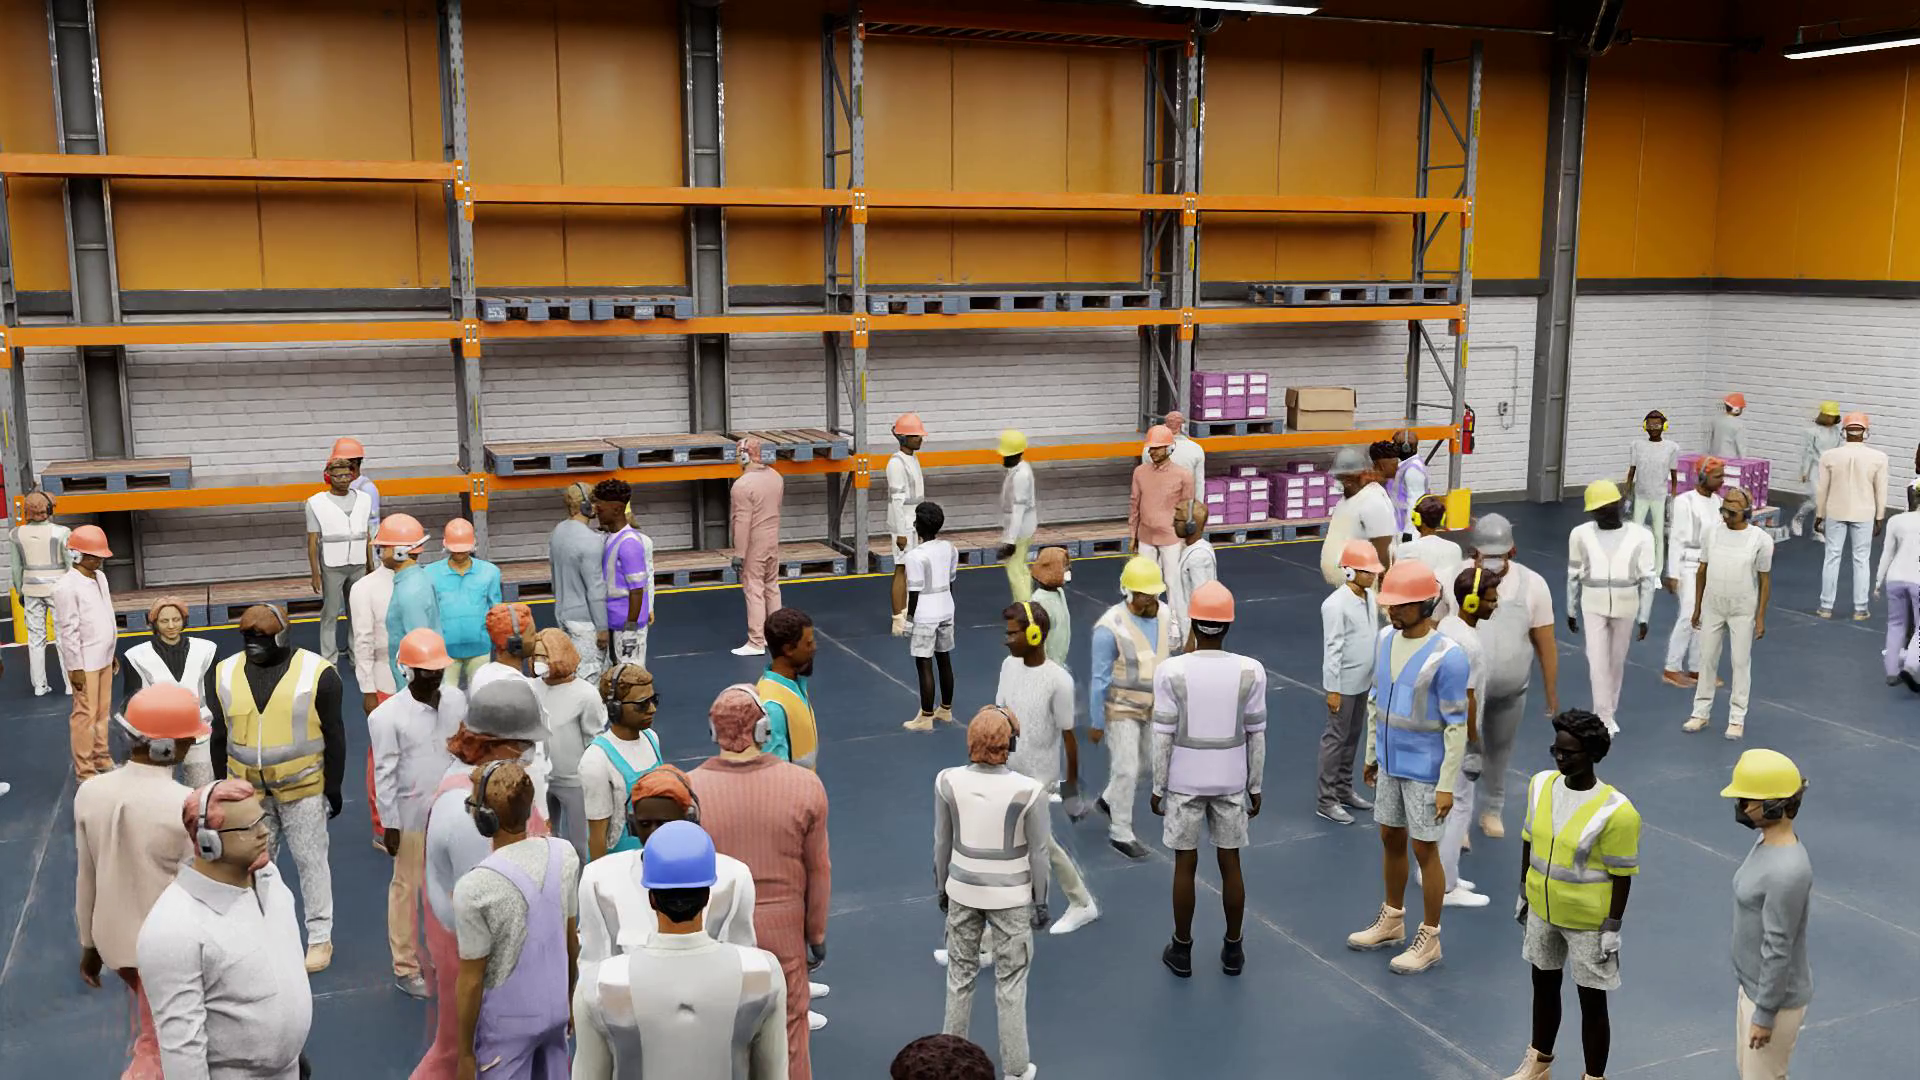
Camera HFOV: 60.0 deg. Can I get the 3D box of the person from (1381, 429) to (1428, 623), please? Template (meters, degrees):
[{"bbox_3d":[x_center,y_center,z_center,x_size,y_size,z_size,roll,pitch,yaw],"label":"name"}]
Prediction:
[{"bbox_3d":[4.206,-0.136,15.770,0.429,1.841,0.634,1,10,8],"label":"person"}]

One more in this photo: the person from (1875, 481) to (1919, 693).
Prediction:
[{"bbox_3d":[7.593,0.351,13.282,0.644,1.728,0.571,-9,13,-42],"label":"person"}]

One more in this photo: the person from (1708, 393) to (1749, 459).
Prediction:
[{"bbox_3d":[9.707,-0.982,20.932,0.433,1.735,0.601,-2,10,-10],"label":"person"}]

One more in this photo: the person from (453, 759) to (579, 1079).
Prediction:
[{"bbox_3d":[-1.486,1.632,5.607,0.342,1.840,0.503,6,12,32],"label":"person"}]

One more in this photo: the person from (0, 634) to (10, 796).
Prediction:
[{"bbox_3d":[-6.382,0.739,10.503,0.587,1.922,0.390,-4,11,-21],"label":"person"}]

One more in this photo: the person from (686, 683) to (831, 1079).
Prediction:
[{"bbox_3d":[-0.810,1.480,6.283,0.642,1.905,0.399,-2,10,-12],"label":"person"}]

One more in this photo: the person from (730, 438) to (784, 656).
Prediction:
[{"bbox_3d":[-1.797,0.058,14.481,0.402,1.905,0.640,5,11,27],"label":"person"}]

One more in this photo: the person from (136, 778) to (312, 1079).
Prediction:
[{"bbox_3d":[-2.216,1.669,5.173,0.409,1.913,0.639,1,10,4],"label":"person"}]

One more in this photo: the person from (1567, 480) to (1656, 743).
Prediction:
[{"bbox_3d":[4.642,0.520,11.916,0.587,1.867,0.839,4,10,20],"label":"person"}]

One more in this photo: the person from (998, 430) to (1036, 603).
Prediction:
[{"bbox_3d":[0.526,-0.094,15.412,0.353,1.888,0.741,0,10,-1],"label":"person"}]

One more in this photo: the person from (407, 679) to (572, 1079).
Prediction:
[{"bbox_3d":[-1.799,1.437,6.132,0.970,2.000,0.685,-2,10,-9],"label":"person"}]

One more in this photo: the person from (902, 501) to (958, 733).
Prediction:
[{"bbox_3d":[-0.224,0.562,12.169,0.318,1.697,0.534,7,12,35],"label":"person"}]

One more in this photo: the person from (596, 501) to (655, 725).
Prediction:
[{"bbox_3d":[-2.509,0.510,12.333,0.492,1.742,0.324,-2,10,-12],"label":"person"}]

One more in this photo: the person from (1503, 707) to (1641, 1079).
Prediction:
[{"bbox_3d":[2.468,1.506,6.726,0.318,1.697,0.536,-6,11,-31],"label":"person"}]

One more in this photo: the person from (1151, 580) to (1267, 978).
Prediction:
[{"bbox_3d":[1.191,1.154,8.060,0.552,1.935,0.369,0,10,-1],"label":"person"}]

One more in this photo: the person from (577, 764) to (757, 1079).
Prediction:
[{"bbox_3d":[-0.943,1.643,5.401,0.575,1.883,0.362,-1,10,-4],"label":"person"}]

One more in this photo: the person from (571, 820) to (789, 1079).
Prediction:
[{"bbox_3d":[-0.780,1.743,4.699,0.617,1.932,0.419,-3,10,-18],"label":"person"}]

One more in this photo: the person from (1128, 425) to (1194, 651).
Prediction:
[{"bbox_3d":[1.759,-0.021,14.664,0.625,1.992,0.388,7,12,34],"label":"person"}]

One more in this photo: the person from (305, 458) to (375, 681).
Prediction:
[{"bbox_3d":[-5.067,0.232,13.634,0.374,1.843,0.569,8,13,39],"label":"person"}]

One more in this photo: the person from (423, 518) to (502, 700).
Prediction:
[{"bbox_3d":[-3.340,0.710,11.173,0.561,1.742,0.337,-4,11,-22],"label":"person"}]

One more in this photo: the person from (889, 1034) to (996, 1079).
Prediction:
[{"bbox_3d":[0.006,1.953,3.512,0.376,1.917,0.600,1,10,5],"label":"person"}]

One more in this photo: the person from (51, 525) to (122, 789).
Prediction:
[{"bbox_3d":[-5.658,0.763,10.868,0.338,1.741,0.568,-1,10,-5],"label":"person"}]

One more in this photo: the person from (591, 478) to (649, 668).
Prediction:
[{"bbox_3d":[-2.336,0.545,11.484,0.361,1.963,0.613,-4,11,-22],"label":"person"}]

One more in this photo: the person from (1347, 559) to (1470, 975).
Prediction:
[{"bbox_3d":[2.168,1.095,8.108,0.399,2.038,0.614,-5,11,-25],"label":"person"}]

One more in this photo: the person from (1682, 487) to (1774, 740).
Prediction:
[{"bbox_3d":[5.548,0.522,11.996,0.506,1.837,0.350,9,14,43],"label":"person"}]

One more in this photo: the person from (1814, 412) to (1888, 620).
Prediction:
[{"bbox_3d":[8.504,-0.231,15.897,0.608,1.987,0.394,5,11,29],"label":"person"}]

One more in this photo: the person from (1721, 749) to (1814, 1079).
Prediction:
[{"bbox_3d":[2.866,1.610,5.970,0.342,1.756,0.532,4,10,19],"label":"person"}]

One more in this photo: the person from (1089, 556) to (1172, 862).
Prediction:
[{"bbox_3d":[0.969,0.952,9.621,0.615,1.804,0.603,-9,13,-42],"label":"person"}]

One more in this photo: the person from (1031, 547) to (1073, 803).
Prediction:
[{"bbox_3d":[0.587,0.849,10.695,0.280,1.634,0.499,3,10,17],"label":"person"}]

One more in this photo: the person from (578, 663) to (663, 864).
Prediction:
[{"bbox_3d":[-1.351,1.407,6.870,0.345,1.846,0.508,3,10,16],"label":"person"}]

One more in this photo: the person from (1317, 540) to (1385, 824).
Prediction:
[{"bbox_3d":[2.436,0.859,10.289,0.343,1.749,0.571,8,12,37],"label":"person"}]

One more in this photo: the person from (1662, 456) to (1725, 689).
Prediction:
[{"bbox_3d":[5.961,0.259,13.400,0.625,1.875,0.420,-6,11,-30],"label":"person"}]

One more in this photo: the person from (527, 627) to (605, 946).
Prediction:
[{"bbox_3d":[-2.029,1.241,8.434,0.507,1.632,0.264,4,11,21],"label":"person"}]

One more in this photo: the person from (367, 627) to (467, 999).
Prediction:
[{"bbox_3d":[-2.521,1.270,7.917,0.341,1.752,0.563,5,11,29],"label":"person"}]

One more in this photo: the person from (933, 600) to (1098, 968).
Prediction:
[{"bbox_3d":[0.325,1.191,8.290,1.027,1.801,0.484,-5,11,-29],"label":"person"}]

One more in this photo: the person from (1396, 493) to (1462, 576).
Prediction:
[{"bbox_3d":[3.180,0.612,11.416,0.521,1.862,0.319,-3,10,-18],"label":"person"}]

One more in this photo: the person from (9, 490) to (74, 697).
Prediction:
[{"bbox_3d":[-7.174,0.430,13.087,0.513,1.641,0.309,0,10,-2],"label":"person"}]

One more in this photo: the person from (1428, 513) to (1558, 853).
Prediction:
[{"bbox_3d":[3.104,0.822,9.676,0.713,2.000,0.893,1,10,7],"label":"person"}]

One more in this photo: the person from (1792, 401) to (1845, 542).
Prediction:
[{"bbox_3d":[10.426,-0.831,20.120,0.484,1.724,0.430,-2,10,-11],"label":"person"}]

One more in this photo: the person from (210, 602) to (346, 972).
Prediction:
[{"bbox_3d":[-3.311,1.201,8.074,0.632,1.840,0.429,0,10,-2],"label":"person"}]

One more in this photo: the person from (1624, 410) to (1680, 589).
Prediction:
[{"bbox_3d":[7.202,-0.424,17.347,0.515,1.872,0.328,6,11,29],"label":"person"}]

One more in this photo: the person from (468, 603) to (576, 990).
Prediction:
[{"bbox_3d":[-2.088,1.223,7.821,0.355,1.883,0.572,-8,12,-37],"label":"person"}]

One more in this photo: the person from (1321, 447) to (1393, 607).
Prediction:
[{"bbox_3d":[3.081,0.265,12.884,0.583,2.000,0.723,-1,10,-8],"label":"person"}]

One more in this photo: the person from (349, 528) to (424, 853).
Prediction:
[{"bbox_3d":[-3.284,0.831,9.788,0.393,1.985,0.610,4,11,23],"label":"person"}]

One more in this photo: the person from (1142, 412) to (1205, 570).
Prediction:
[{"bbox_3d":[2.160,-0.357,16.908,0.650,1.895,0.400,1,10,8],"label":"person"}]

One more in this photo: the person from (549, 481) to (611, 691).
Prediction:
[{"bbox_3d":[-2.608,0.556,11.504,0.377,1.940,0.628,-8,12,-37],"label":"person"}]

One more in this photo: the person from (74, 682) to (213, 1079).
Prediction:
[{"bbox_3d":[-3.004,1.494,6.094,0.624,1.950,0.950,3,10,19],"label":"person"}]

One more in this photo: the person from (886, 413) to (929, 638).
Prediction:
[{"bbox_3d":[-0.465,-0.138,15.200,0.374,2.043,0.611,2,10,11],"label":"person"}]

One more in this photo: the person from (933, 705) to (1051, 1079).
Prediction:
[{"bbox_3d":[0.129,1.500,6.957,0.517,1.631,0.314,4,11,22],"label":"person"}]

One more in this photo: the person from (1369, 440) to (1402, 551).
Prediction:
[{"bbox_3d":[3.455,0.138,13.868,0.375,1.959,0.602,3,10,16],"label":"person"}]

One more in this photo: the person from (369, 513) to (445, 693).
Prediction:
[{"bbox_3d":[-3.216,0.830,9.762,0.379,1.996,0.608,-3,10,-14],"label":"person"}]

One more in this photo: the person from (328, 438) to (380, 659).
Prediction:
[{"bbox_3d":[-5.160,0.090,14.191,0.547,1.938,0.359,9,13,41],"label":"person"}]

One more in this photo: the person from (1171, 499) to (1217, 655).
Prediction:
[{"bbox_3d":[1.585,0.633,11.330,0.347,1.846,0.505,2,10,9],"label":"person"}]

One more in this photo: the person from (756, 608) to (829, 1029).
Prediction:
[{"bbox_3d":[-0.800,1.249,7.572,0.382,1.918,0.597,0,10,-2],"label":"person"}]

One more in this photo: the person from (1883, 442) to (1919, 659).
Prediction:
[{"bbox_3d":[8.279,0.087,14.273,0.591,1.917,0.392,-6,12,-33],"label":"person"}]

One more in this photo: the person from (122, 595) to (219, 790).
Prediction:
[{"bbox_3d":[-4.321,1.109,9.178,0.511,1.641,0.307,-8,13,-38],"label":"person"}]

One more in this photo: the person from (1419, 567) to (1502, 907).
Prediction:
[{"bbox_3d":[2.685,1.050,8.920,0.337,1.855,0.526,0,10,0],"label":"person"}]
